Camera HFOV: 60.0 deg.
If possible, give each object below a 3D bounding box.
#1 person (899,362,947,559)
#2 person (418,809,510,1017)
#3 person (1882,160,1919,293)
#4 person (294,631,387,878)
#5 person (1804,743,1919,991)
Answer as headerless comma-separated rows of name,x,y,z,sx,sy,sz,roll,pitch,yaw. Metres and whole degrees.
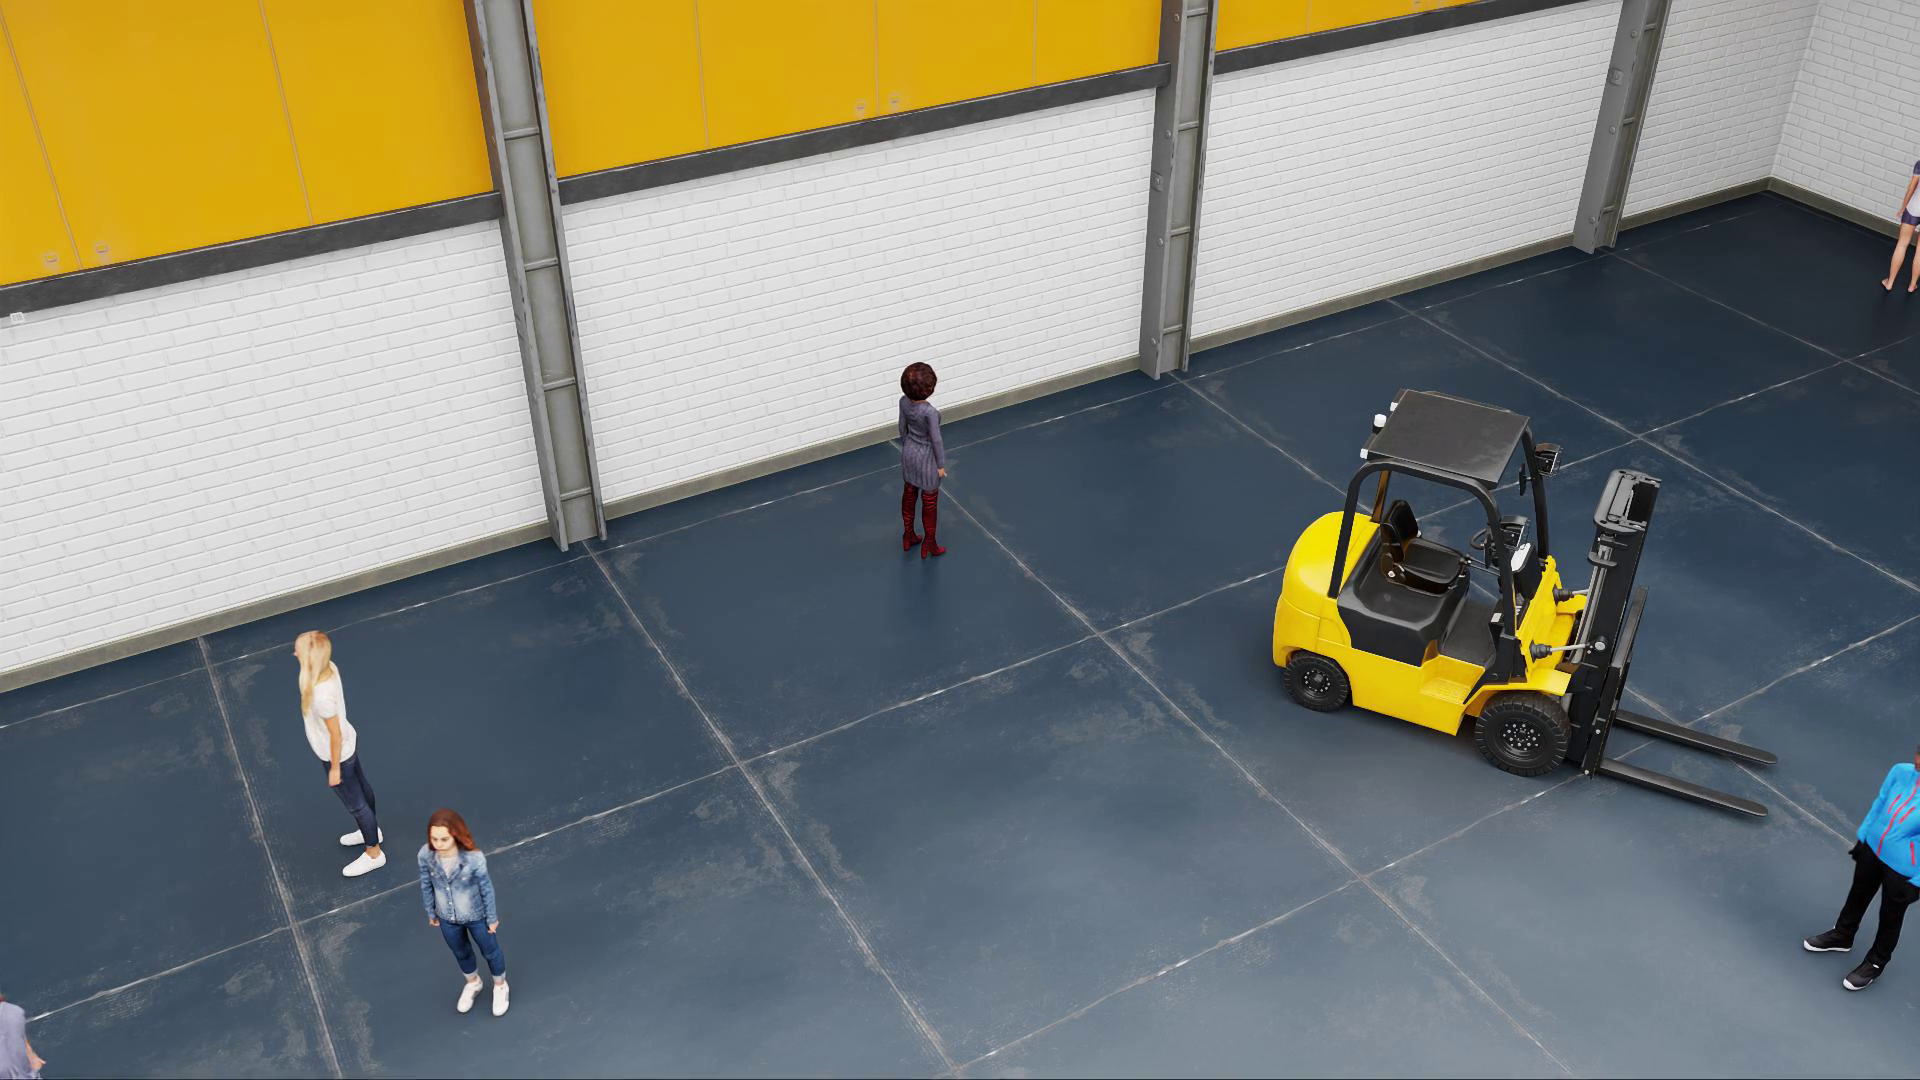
person,-0.316,-0.634,13.288,0.637,1.711,0.607,27,42,34
person,-2.798,2.089,9.405,0.596,1.474,0.692,3,34,4
person,10.141,-3.456,17.516,0.691,1.729,0.735,11,35,16
person,-3.835,1.296,10.295,0.570,1.808,0.643,-10,35,-15
person,5.369,1.814,9.529,0.586,1.794,0.650,-12,35,-17
